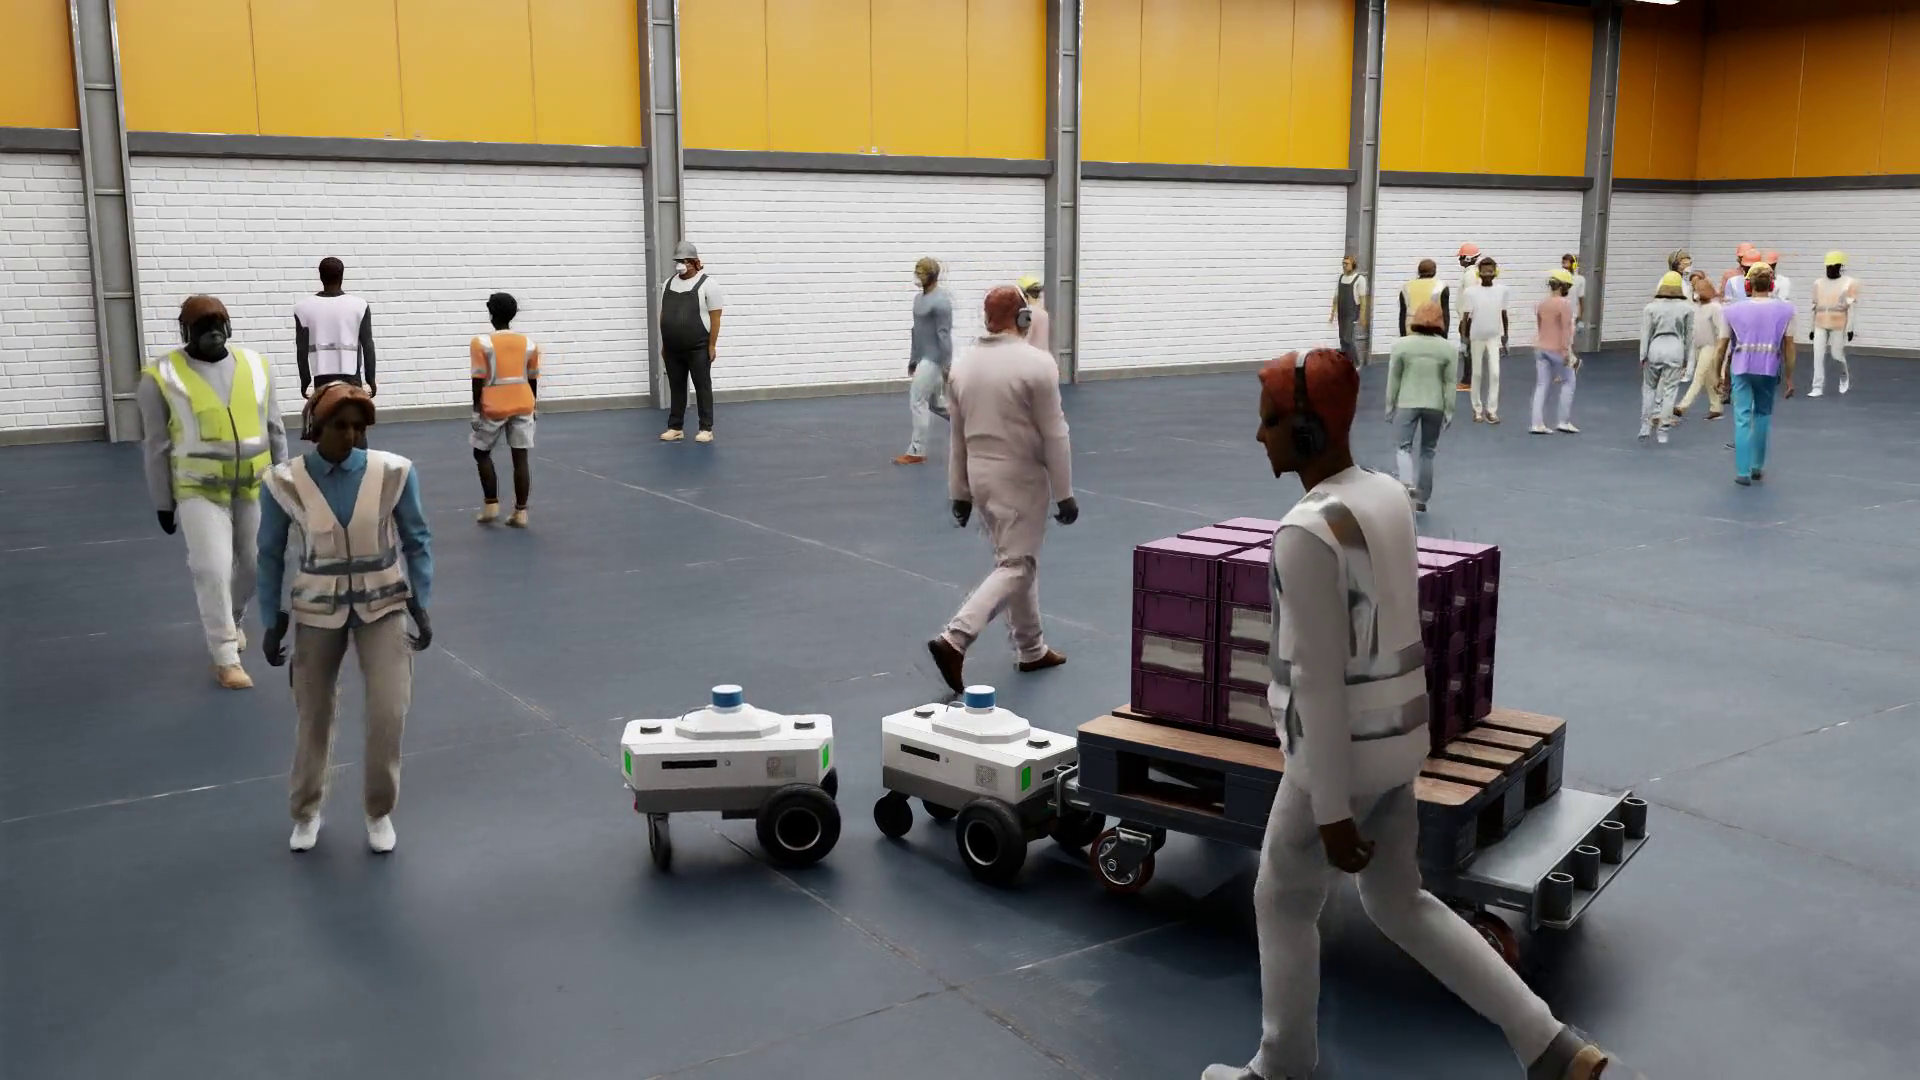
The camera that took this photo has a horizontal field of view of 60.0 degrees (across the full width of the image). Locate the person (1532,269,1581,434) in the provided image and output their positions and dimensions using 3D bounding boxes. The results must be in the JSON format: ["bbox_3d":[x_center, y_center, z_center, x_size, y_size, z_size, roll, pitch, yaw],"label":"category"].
[{"bbox_3d":[6.313,-1.978,17.551,0.648,1.725,0.560,-4,11,-22],"label":"person"}]

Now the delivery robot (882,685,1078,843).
[{"bbox_3d":[0.066,0.738,5.648,0.707,0.478,0.477,9,14,42],"label":"delivery robot"}]

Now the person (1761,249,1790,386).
[{"bbox_3d":[10.855,-2.947,22.376,0.636,1.917,0.548,-10,14,-44],"label":"person"}]

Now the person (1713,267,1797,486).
[{"bbox_3d":[6.721,-1.396,14.117,0.604,1.815,0.791,3,11,17],"label":"person"}]

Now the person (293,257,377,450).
[{"bbox_3d":[-5.033,-1.320,13.448,0.597,1.916,0.371,-3,11,-15],"label":"person"}]

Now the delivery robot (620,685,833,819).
[{"bbox_3d":[-0.787,0.736,5.655,0.707,0.478,0.477,-1,10,-5],"label":"delivery robot"}]

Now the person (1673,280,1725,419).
[{"bbox_3d":[8.347,-2.142,18.835,0.848,1.586,0.510,-2,11,-10],"label":"person"}]

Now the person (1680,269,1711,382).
[{"bbox_3d":[10.418,-3.050,23.738,0.393,1.611,0.583,-9,13,-39],"label":"person"}]

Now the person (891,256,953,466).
[{"bbox_3d":[-0.190,-1.638,15.233,0.881,1.911,0.633,-3,11,-17],"label":"person"}]

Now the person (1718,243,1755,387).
[{"bbox_3d":[10.741,-3.079,22.874,0.622,1.993,0.382,8,13,37],"label":"person"}]

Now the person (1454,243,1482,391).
[{"bbox_3d":[6.862,-3.014,22.517,0.379,1.996,0.610,4,11,23],"label":"person"}]

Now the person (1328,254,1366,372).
[{"bbox_3d":[5.687,-3.292,24.499,0.403,1.830,0.518,-6,12,-31],"label":"person"}]

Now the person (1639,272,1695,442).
[{"bbox_3d":[7.223,-1.873,17.027,0.490,1.715,0.722,5,11,24],"label":"person"}]

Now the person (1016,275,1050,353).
[{"bbox_3d":[0.653,-1.548,15.206,0.470,1.723,0.573,6,12,30],"label":"person"}]

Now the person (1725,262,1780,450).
[{"bbox_3d":[7.734,-1.781,16.207,0.404,1.833,0.586,9,14,41],"label":"person"}]

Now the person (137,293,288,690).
[{"bbox_3d":[-3.487,-0.242,7.798,0.635,1.825,0.635,-10,14,-44],"label":"person"}]

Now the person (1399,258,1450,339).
[{"bbox_3d":[5.630,-2.514,20.239,0.636,1.826,0.516,8,13,38],"label":"person"}]

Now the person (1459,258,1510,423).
[{"bbox_3d":[5.841,-2.199,18.466,0.571,1.837,0.822,2,10,9],"label":"person"}]

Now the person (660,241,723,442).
[{"bbox_3d":[-2.782,-2.015,16.918,0.678,2.000,0.537,4,11,20],"label":"person"}]

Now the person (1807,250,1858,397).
[{"bbox_3d":[11.390,-2.817,21.691,0.731,1.903,0.595,-8,13,-37],"label":"person"}]

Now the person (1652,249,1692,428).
[{"bbox_3d":[7.766,-2.196,18.191,0.355,1.937,0.634,8,13,36],"label":"person"}]

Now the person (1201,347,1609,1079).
[{"bbox_3d":[0.971,0.499,3.691,0.847,1.854,0.598,8,13,36],"label":"person"}]

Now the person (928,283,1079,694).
[{"bbox_3d":[0.185,-0.247,7.697,0.866,1.873,0.643,-8,13,-38],"label":"person"}]

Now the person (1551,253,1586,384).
[{"bbox_3d":[8.684,-3.147,23.662,0.645,1.854,0.525,-6,12,-31],"label":"person"}]

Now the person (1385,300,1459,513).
[{"bbox_3d":[3.414,-0.964,12.310,0.505,1.614,0.653,2,10,10],"label":"person"}]

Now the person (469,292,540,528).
[{"bbox_3d":[-3.289,-0.930,11.941,0.560,1.678,0.531,-9,14,-40],"label":"person"}]

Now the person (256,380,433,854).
[{"bbox_3d":[-2.066,0.262,5.606,0.561,1.609,0.444,-4,11,-22],"label":"person"}]

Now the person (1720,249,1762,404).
[{"bbox_3d":[9.738,-2.634,20.618,0.542,1.931,0.366,4,11,23],"label":"person"}]
